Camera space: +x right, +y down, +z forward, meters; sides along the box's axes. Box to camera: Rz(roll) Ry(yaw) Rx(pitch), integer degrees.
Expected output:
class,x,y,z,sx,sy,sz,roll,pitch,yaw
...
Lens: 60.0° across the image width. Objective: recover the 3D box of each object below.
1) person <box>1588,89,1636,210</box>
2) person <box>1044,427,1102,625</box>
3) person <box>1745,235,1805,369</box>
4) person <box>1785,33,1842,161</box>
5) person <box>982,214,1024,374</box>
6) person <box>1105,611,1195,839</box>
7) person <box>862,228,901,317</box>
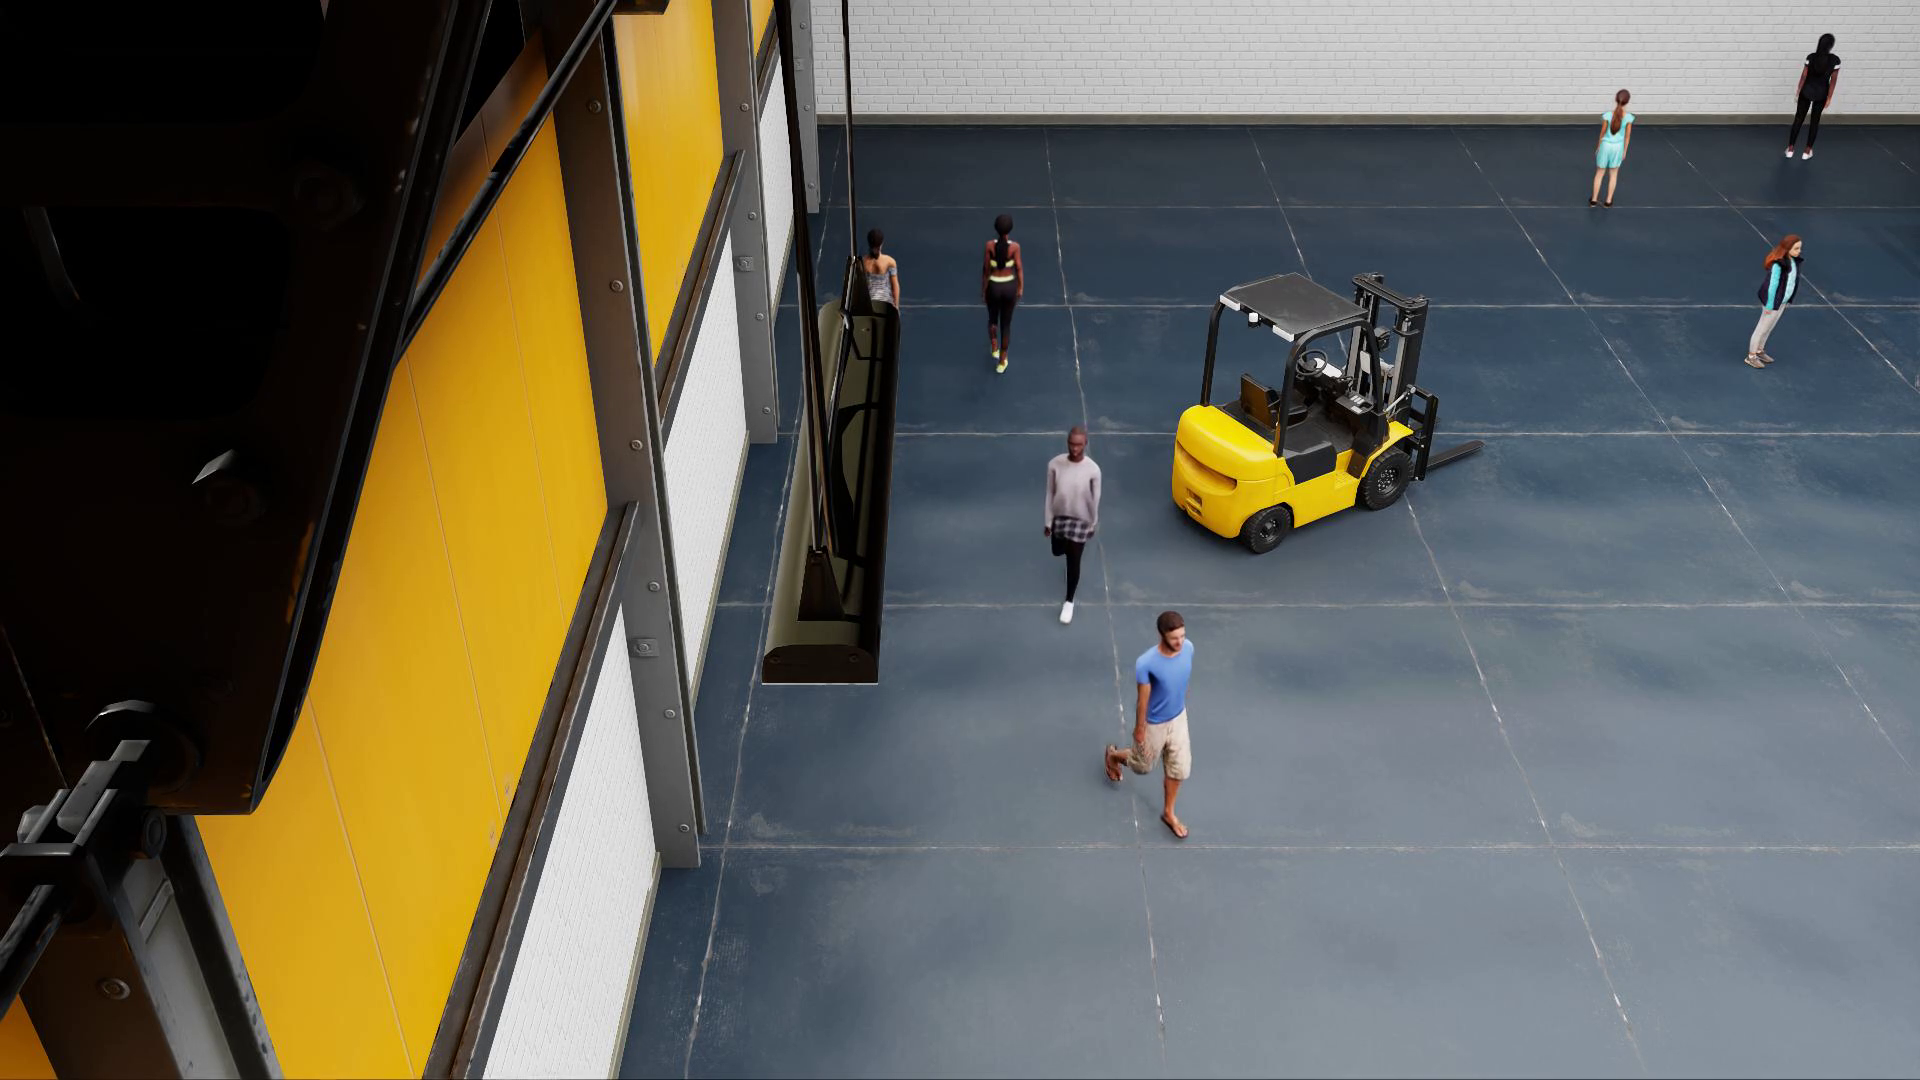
class,x,y,z,sx,sy,sz,roll,pitch,yaw
person,8.489,-5.103,21.667,0.614,1.558,0.620,11,35,17
person,0.949,-0.216,14.140,0.822,1.752,1.145,9,35,13
person,8.795,-2.599,17.951,0.688,1.501,0.743,-26,41,-33
person,11.869,-6.178,23.128,0.695,1.731,0.702,16,37,23
person,0.435,-2.591,17.727,0.628,1.736,0.787,3,34,5
person,1.382,1.221,11.900,0.991,1.837,1.199,-17,37,-24
person,-0.857,-2.394,17.352,0.618,1.822,0.559,4,34,6
